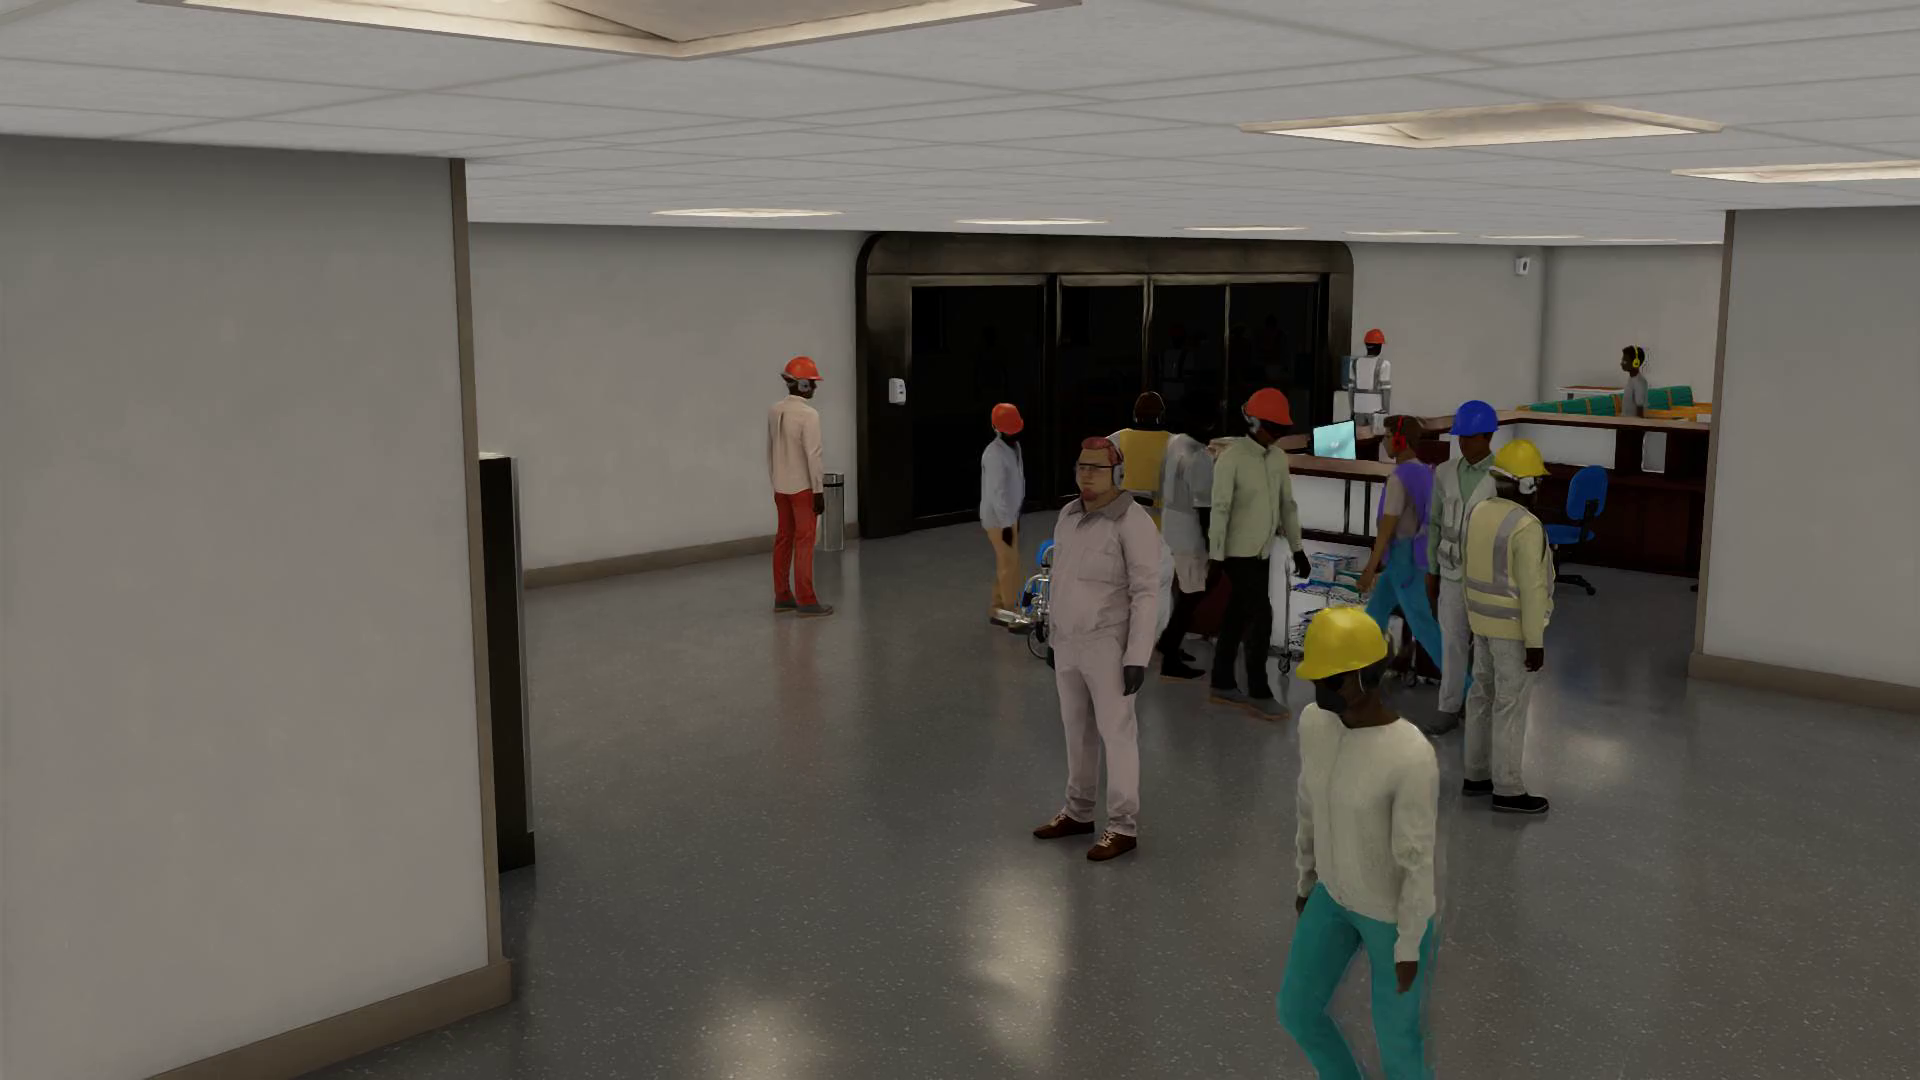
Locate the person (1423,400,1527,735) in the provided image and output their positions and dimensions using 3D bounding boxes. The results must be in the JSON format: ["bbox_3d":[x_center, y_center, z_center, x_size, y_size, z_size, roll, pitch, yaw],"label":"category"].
[{"bbox_3d":[2.876,0.183,9.319,0.418,1.938,0.601,-8,12,-41],"label":"person"}]

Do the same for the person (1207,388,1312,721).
[{"bbox_3d":[1.785,0.081,9.851,0.777,1.953,0.634,8,12,39],"label":"person"}]

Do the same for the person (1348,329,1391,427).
[{"bbox_3d":[4.959,-1.576,20.091,0.548,1.937,0.379,9,13,44],"label":"person"}]

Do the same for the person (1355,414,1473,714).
[{"bbox_3d":[2.717,0.151,9.983,0.976,1.804,0.575,4,10,25],"label":"person"}]

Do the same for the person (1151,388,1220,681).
[{"bbox_3d":[1.480,-0.021,10.624,0.393,1.917,0.718,0,9,-2],"label":"person"}]

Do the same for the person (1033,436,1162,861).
[{"bbox_3d":[0.604,0.480,7.559,0.410,1.911,0.651,-7,11,-36],"label":"person"}]

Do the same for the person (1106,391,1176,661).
[{"bbox_3d":[1.256,-0.088,11.297,0.627,1.837,0.430,3,10,16],"label":"person"}]

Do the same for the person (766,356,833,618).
[{"bbox_3d":[-1.227,-0.407,12.747,0.399,1.989,0.623,-8,12,-40],"label":"person"}]

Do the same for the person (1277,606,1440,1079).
[{"bbox_3d":[1.118,1.033,4.657,0.435,1.738,0.554,-6,11,-34],"label":"person"}]

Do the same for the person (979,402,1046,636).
[{"bbox_3d":[0.394,-0.161,12.129,0.494,1.710,0.572,3,10,17],"label":"person"}]

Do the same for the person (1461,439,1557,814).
[{"bbox_3d":[2.704,0.418,8.182,0.404,1.830,0.602,-2,9,-13],"label":"person"}]
